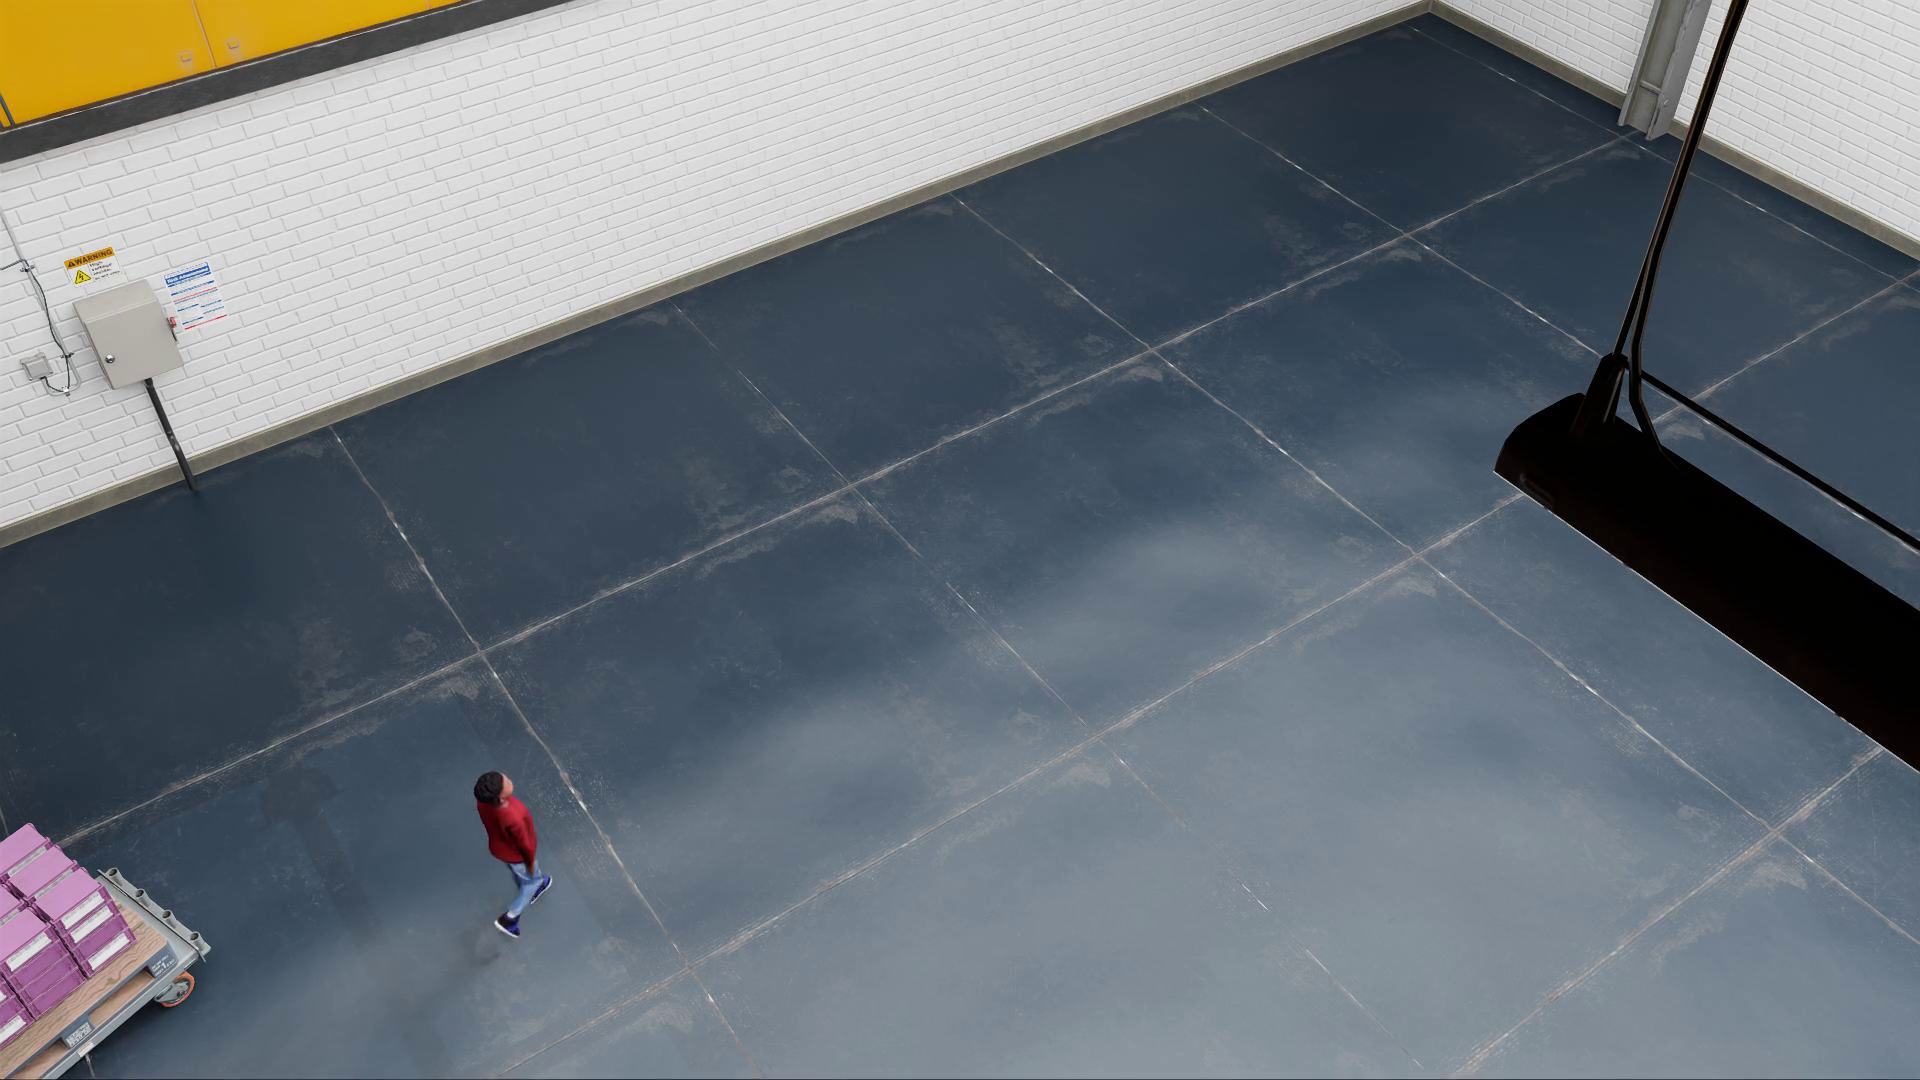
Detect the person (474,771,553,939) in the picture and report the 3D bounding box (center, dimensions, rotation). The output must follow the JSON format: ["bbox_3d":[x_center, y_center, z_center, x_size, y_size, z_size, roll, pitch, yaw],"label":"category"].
[{"bbox_3d":[-2.574,1.769,9.418,0.718,1.245,0.694,25,49,24],"label":"person"}]
